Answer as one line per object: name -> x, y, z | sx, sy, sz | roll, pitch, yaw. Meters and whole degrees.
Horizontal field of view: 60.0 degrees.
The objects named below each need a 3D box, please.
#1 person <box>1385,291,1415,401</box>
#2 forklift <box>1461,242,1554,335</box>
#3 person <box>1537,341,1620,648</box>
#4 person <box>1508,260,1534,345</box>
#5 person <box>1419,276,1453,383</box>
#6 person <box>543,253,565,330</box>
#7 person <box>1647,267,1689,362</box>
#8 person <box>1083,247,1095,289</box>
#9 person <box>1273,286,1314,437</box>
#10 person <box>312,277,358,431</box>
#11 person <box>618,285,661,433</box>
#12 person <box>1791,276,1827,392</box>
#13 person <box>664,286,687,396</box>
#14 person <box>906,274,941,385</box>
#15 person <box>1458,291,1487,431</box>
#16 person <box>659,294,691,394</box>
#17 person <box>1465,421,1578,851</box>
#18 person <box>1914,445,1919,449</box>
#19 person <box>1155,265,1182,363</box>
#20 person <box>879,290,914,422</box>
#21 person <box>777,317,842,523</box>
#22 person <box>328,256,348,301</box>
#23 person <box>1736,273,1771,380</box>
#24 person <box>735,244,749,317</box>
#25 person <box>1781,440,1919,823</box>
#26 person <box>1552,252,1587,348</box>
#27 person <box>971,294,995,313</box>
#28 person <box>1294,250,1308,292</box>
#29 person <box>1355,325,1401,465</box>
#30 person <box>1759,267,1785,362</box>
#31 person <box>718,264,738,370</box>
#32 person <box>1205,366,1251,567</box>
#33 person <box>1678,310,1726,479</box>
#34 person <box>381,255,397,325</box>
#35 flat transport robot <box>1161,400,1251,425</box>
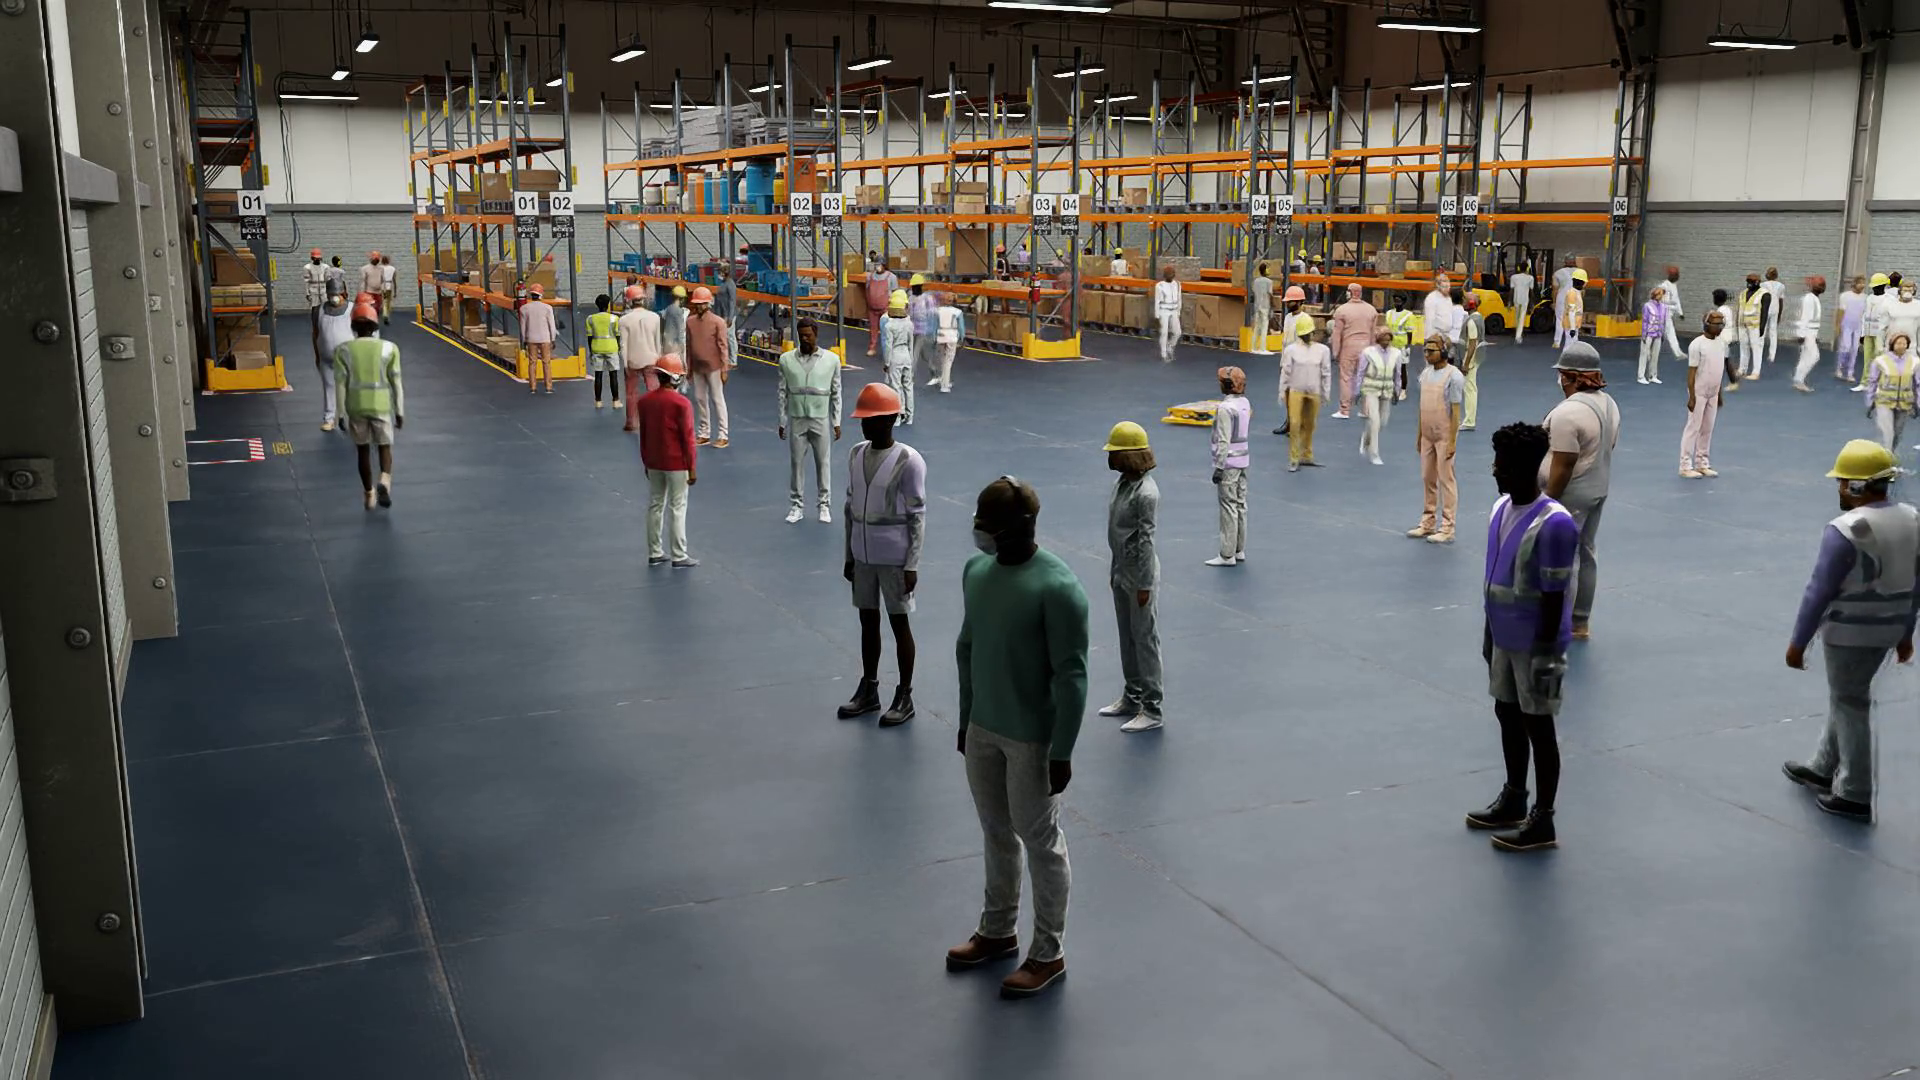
person -> 6.737, -2.983, 25.586 | 0.320, 1.691, 0.542 | -8, 14, -36
forklift -> 13.047, -6.049, 39.881 | 2.313, 2.155, 1.214 | -5, 12, -23
person -> 4.034, -0.309, 11.099 | 0.538, 2.000, 0.683 | 11, 16, 44
person -> 12.355, -5.229, 36.623 | 0.532, 1.847, 0.858 | 6, 13, 27
person -> 7.646, -3.248, 26.439 | 0.684, 1.877, 0.443 | -10, 15, -42
person -> -10.028, -6.107, 40.936 | 0.457, 1.907, 0.701 | -3, 12, -16
person -> 13.845, -4.409, 32.473 | 0.978, 1.833, 0.586 | 8, 14, 36
person -> 3.654, -7.272, 46.841 | 0.396, 1.910, 0.585 | -5, 12, -22
person -> 4.299, -2.296, 21.464 | 0.367, 1.935, 0.552 | -5, 12, -23
person -> -8.239, -2.464, 22.055 | 0.678, 2.000, 0.537 | -2, 11, -8
person -> -4.114, -2.323, 21.559 | 0.611, 1.958, 0.931 | -7, 13, -31
person -> 13.652, -3.295, 26.706 | 0.434, 1.867, 0.611 | 8, 14, 36
person -> -4.443, -3.095, 26.020 | 0.446, 1.740, 0.549 | -5, 12, -26
person -> -0.668, -3.470, 27.598 | 1.001, 1.883, 0.613 | -9, 14, -38
person -> 6.767, -2.363, 22.033 | 0.389, 1.847, 0.567 | 4, 12, 20
person -> -4.510, -3.111, 26.398 | 0.540, 1.617, 0.614 | -1, 11, -7
person -> 2.551, 0.431, 7.575 | 0.404, 1.956, 0.600 | -2, 11, -11
person -> 11.919, -2.015, 20.111 | 0.397, 1.911, 0.588 | -4, 12, -20
person -> 4.033, -4.343, 32.051 | 0.616, 1.860, 0.470 | -5, 12, -25
person -> -0.858, -2.537, 22.978 | 0.403, 1.826, 0.593 | 8, 14, 36
person -> -1.401, -1.118, 15.524 | 0.596, 1.916, 0.372 | 0, 11, 2
person -> -14.880, -5.853, 39.751 | 0.513, 1.861, 0.323 | 3, 11, 13
person -> 13.747, -3.710, 28.921 | 0.429, 1.838, 0.627 | -5, 12, -22
person -> -6.053, -7.227, 46.349 | 0.615, 2.000, 0.844 | -4, 12, -21
person -> 4.193, 0.413, 8.001 | 0.625, 1.810, 0.690 | -5, 12, -26
person -> 13.002, -5.129, 35.598 | 0.686, 2.000, 0.538 | 2, 11, 8
person -> 0.570, -5.902, 40.370 | 0.564, 1.709, 0.865 | -2, 11, -8
person -> 9.767, -7.394, 47.680 | 0.405, 1.824, 0.585 | -2, 11, -11
person -> 4.811, -1.703, 19.285 | 0.572, 1.608, 0.720 | -3, 11, -14
person -> 15.696, -4.370, 32.277 | 0.501, 1.838, 0.341 | 1, 11, 3
person -> -4.283, -4.090, 30.586 | 0.373, 1.937, 0.629 | -5, 12, -23
person -> 2.212, -0.601, 13.610 | 0.306, 1.640, 0.522 | 6, 13, 29
person -> 8.097, -1.579, 18.090 | 0.501, 1.838, 0.341 | -6, 13, -29
person -> -14.856, -6.469, 43.031 | 0.597, 1.804, 0.879 | -5, 12, -24
flat transport robot -> 3.421, -1.770, 23.040 | 0.652, 0.197, 1.431 | 8, 14, 35
